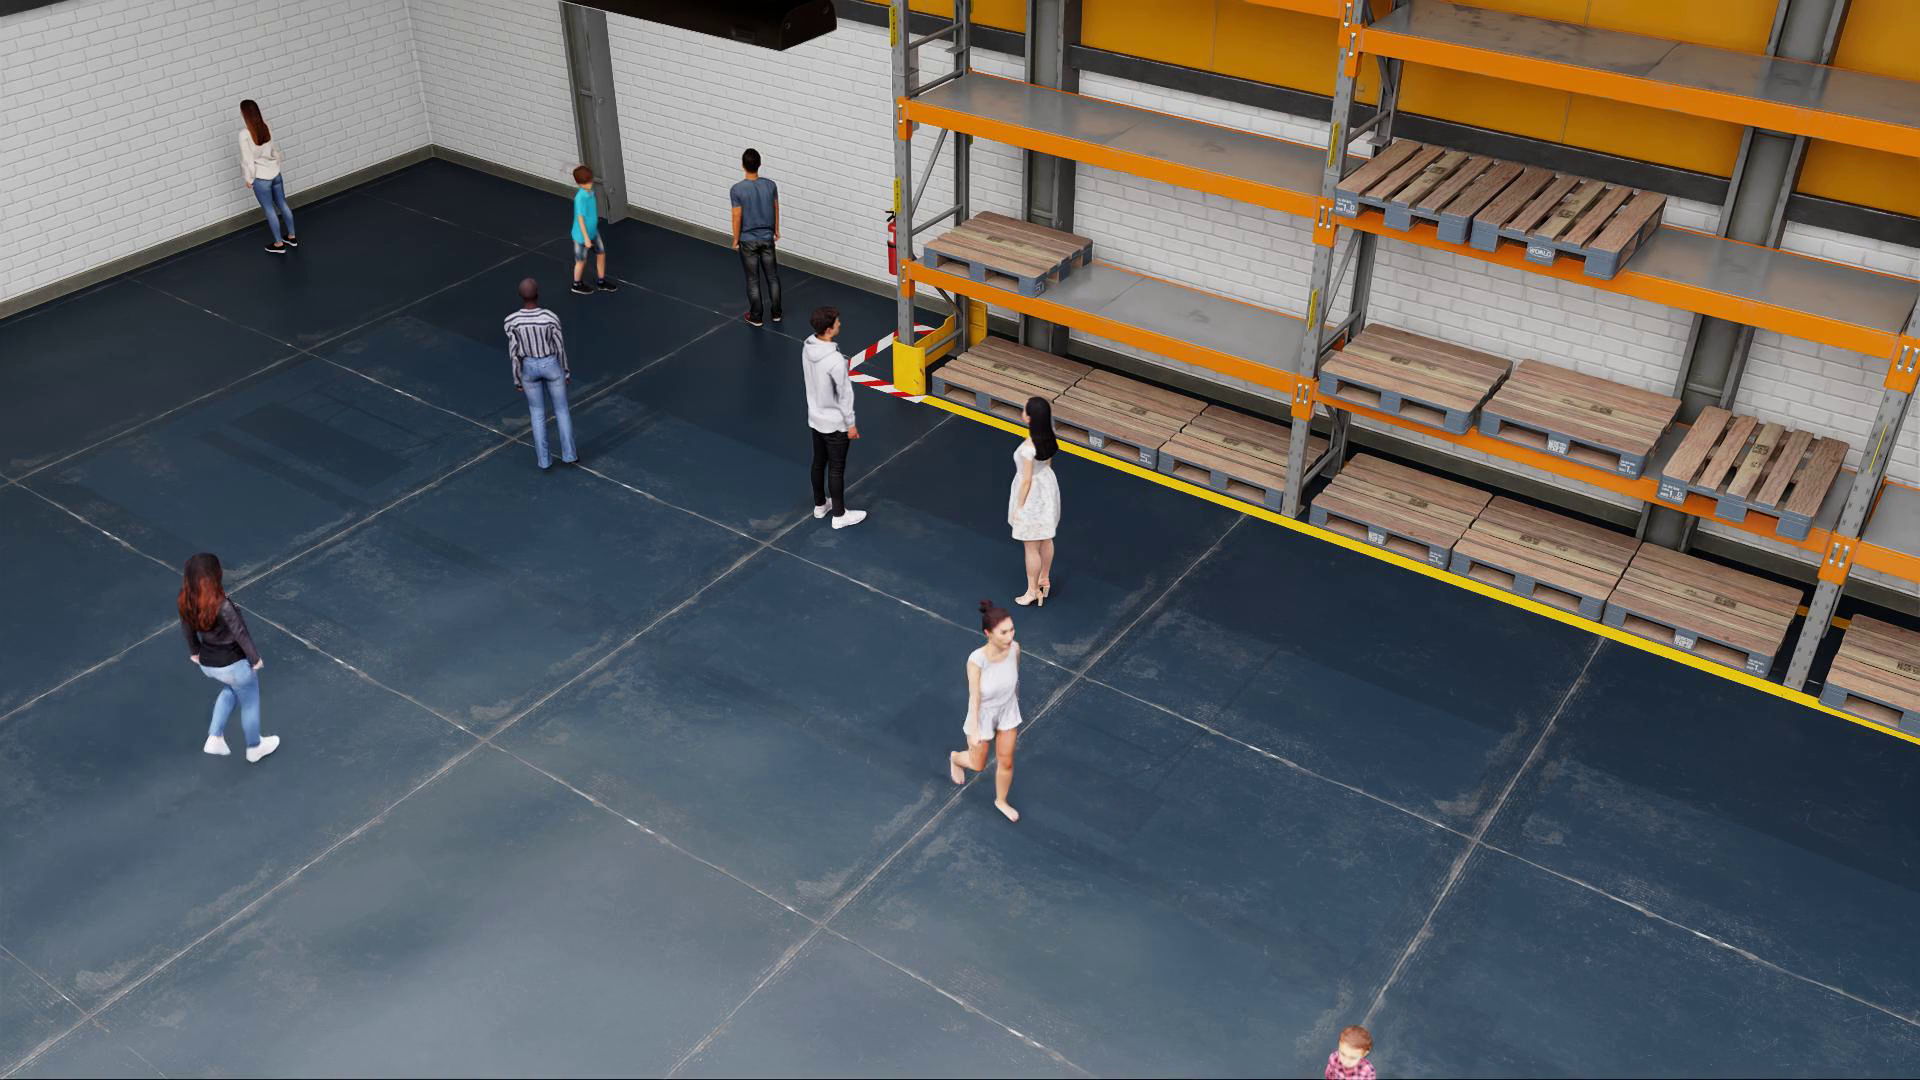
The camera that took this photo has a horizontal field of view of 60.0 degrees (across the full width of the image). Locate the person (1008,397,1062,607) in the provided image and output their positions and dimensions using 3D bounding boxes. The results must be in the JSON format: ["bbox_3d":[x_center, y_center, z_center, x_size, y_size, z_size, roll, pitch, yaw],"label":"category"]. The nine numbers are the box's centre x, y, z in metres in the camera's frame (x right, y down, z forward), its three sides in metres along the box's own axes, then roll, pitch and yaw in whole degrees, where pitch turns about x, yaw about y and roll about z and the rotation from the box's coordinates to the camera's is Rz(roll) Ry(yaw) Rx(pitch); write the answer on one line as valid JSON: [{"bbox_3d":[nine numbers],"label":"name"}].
[{"bbox_3d":[0.562,-0.287,12.480,0.623,1.774,0.641,20,39,27],"label":"person"}]

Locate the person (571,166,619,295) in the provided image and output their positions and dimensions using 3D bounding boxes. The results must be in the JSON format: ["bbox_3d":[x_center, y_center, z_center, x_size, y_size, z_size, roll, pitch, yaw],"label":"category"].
[{"bbox_3d":[-3.917,-3.205,17.191,0.772,1.418,0.628,7,34,11],"label":"person"}]

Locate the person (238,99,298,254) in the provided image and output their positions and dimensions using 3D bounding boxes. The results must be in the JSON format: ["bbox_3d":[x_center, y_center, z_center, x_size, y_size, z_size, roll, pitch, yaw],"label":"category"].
[{"bbox_3d":[-7.550,-3.964,18.087,0.594,1.691,0.647,15,37,22],"label":"person"}]

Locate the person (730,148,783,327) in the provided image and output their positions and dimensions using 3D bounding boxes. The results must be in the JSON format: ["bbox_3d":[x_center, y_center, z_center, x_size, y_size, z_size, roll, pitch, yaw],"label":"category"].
[{"bbox_3d":[-2.018,-3.011,16.545,0.727,1.810,0.718,-15,37,-22],"label":"person"}]

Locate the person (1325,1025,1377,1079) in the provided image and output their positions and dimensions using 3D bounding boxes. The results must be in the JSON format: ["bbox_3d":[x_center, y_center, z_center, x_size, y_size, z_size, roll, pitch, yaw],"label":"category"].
[{"bbox_3d":[2.008,2.828,8.495,0.719,0.996,0.555,15,37,22],"label":"person"}]

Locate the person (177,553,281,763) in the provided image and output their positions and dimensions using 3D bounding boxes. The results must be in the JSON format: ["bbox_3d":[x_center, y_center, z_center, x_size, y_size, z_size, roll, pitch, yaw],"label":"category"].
[{"bbox_3d":[-4.875,0.841,10.919,0.686,1.622,0.744,15,37,22],"label":"person"}]

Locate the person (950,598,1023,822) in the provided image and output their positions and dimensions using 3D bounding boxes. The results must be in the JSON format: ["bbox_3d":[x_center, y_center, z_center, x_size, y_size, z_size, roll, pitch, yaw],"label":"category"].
[{"bbox_3d":[0.156,1.072,10.600,0.738,1.592,0.891,-21,39,-28],"label":"person"}]

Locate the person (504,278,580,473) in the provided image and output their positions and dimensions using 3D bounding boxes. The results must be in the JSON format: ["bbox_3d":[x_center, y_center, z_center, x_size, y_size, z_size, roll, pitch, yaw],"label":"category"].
[{"bbox_3d":[-3.541,-1.391,14.121,0.689,1.796,0.744,-6,34,-9],"label":"person"}]

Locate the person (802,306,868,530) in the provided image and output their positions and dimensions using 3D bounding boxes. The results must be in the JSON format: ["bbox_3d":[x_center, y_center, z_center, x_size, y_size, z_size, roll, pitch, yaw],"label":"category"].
[{"bbox_3d":[-1.063,-0.997,13.406,0.793,1.930,0.609,-27,42,-35],"label":"person"}]
